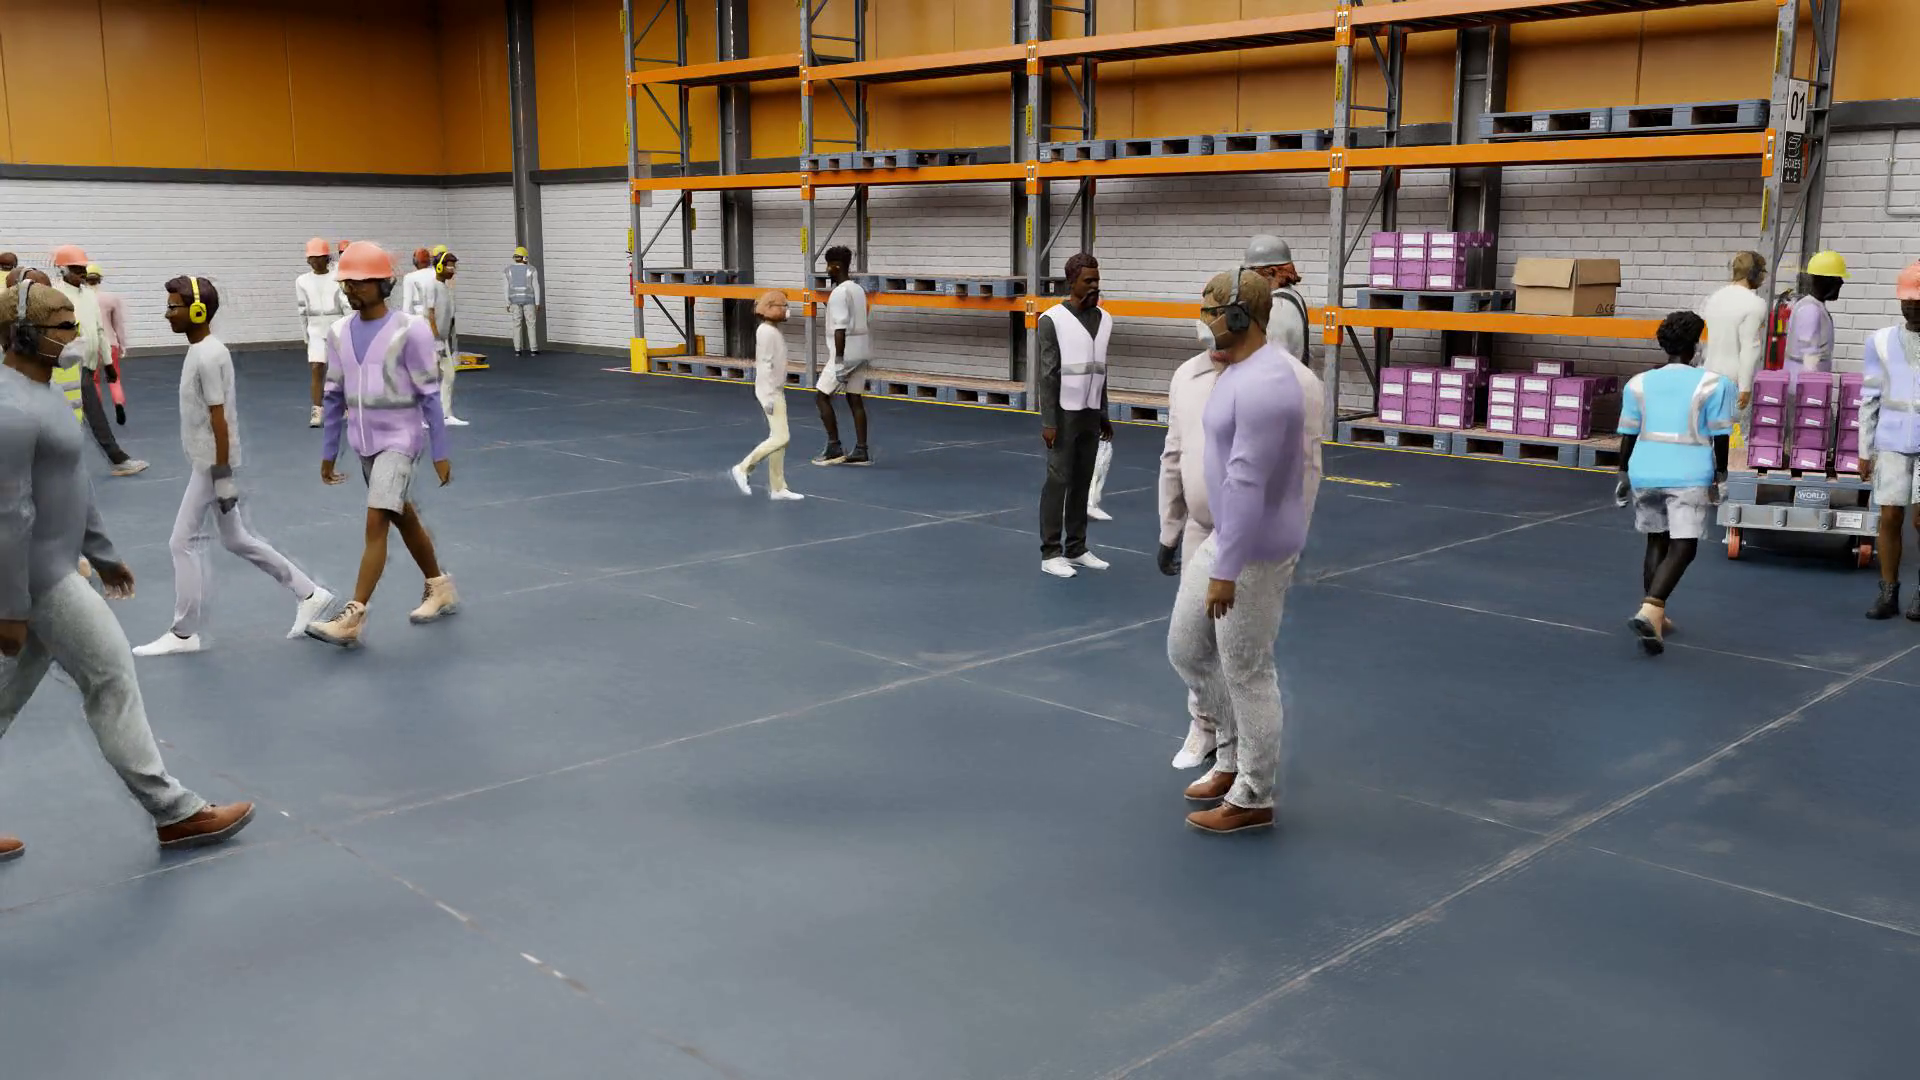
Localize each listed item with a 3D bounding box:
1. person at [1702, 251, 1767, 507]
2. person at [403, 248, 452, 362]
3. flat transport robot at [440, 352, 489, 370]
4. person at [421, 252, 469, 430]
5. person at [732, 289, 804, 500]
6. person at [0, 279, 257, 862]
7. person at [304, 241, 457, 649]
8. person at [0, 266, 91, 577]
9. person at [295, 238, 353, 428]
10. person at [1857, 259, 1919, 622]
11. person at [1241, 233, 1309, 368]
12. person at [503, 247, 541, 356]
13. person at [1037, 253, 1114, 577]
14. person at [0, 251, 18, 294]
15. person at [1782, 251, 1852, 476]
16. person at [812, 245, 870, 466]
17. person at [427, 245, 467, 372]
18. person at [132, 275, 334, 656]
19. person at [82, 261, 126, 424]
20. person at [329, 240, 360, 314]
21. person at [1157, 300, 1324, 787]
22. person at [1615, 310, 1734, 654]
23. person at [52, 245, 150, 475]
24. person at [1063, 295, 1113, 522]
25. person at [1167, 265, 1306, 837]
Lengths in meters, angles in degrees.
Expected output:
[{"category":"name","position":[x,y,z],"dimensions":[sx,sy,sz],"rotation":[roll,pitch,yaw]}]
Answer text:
[{"category":"person","position":[5.834,-1.174,12.319],"dimensions":[0.968,1.896,0.645],"rotation":[-2,11,-13]},{"category":"person","position":[-6.891,-2.808,21.389],"dimensions":[0.603,1.848,0.840],"rotation":[-10,14,-44]},{"category":"flat transport robot","position":[-7.707,-2.724,25.229],"dimensions":[0.652,0.197,1.431],"rotation":[-7,13,-35]},{"category":"person","position":[-5.527,-2.086,17.456],"dimensions":[0.535,1.848,0.745],"rotation":[1,10,4]},{"category":"person","position":[-1.455,-1.092,12.630],"dimensions":[0.450,1.619,0.522],"rotation":[1,10,4]},{"category":"person","position":[-2.912,0.120,5.326],"dimensions":[1.017,1.893,0.644],"rotation":[-5,11,-25]},{"category":"person","position":[-2.927,-0.488,8.340],"dimensions":[0.628,1.984,1.083],"rotation":[5,11,24]},{"category":"person","position":[-5.318,-0.649,9.624],"dimensions":[0.429,1.846,0.626],"rotation":[1,10,4]},{"category":"person","position":[-6.792,-2.234,17.859],"dimensions":[0.609,2.000,1.041],"rotation":[-1,10,-7]},{"category":"person","position":[4.939,-0.490,8.622],"dimensions":[0.532,1.903,0.557],"rotation":[-10,15,-44]},{"category":"person","position":[1.751,-0.768,9.734],"dimensions":[0.538,2.000,0.683],"rotation":[4,11,18]},{"category":"person","position":[-7.331,-3.993,27.911],"dimensions":[0.586,1.824,0.404],"rotation":[0,10,-1]},{"category":"person","position":[0.686,-0.752,9.979],"dimensions":[0.391,1.918,0.590],"rotation":[10,14,43]},{"category":"person","position":[-12.458,-2.868,21.802],"dimensions":[0.621,1.818,0.832],"rotation":[-3,11,-17]},{"category":"person","position":[6.121,-1.107,11.925],"dimensions":[0.419,1.907,0.594],"rotation":[6,12,31]},{"category":"person","position":[-1.072,-1.611,14.617],"dimensions":[0.634,1.931,0.601],"rotation":[4,11,22]},{"category":"person","position":[-7.613,-3.358,24.320],"dimensions":[0.605,1.880,0.984],"rotation":[2,11,12]},{"category":"person","position":[-3.587,-0.369,8.118],"dimensions":[0.877,1.844,0.524],"rotation":[-4,11,-23]},{"category":"person","position":[-9.001,-2.026,17.382],"dimensions":[0.530,1.757,0.557],"rotation":[-8,13,-36]},{"category":"person","position":[-9.944,-3.890,27.036],"dimensions":[0.542,1.938,0.358],"rotation":[-3,11,-16]},{"category":"person","position":[1.006,-0.007,6.064],"dimensions":[0.465,1.881,0.683],"rotation":[-9,14,-39]},{"category":"person","position":[3.441,-0.292,8.160],"dimensions":[0.747,1.662,0.533],"rotation":[-10,14,-43]},{"category":"person","position":[-7.403,-1.507,14.042],"dimensions":[1.014,1.940,0.637],"rotation":[1,10,6]},{"category":"person","position":[0.905,-0.935,11.798],"dimensions":[0.537,1.622,0.534],"rotation":[-1,10,-7]},{"category":"person","position":[0.926,0.053,5.576],"dimensions":[0.443,1.924,0.643],"rotation":[-1,10,-3]}]
